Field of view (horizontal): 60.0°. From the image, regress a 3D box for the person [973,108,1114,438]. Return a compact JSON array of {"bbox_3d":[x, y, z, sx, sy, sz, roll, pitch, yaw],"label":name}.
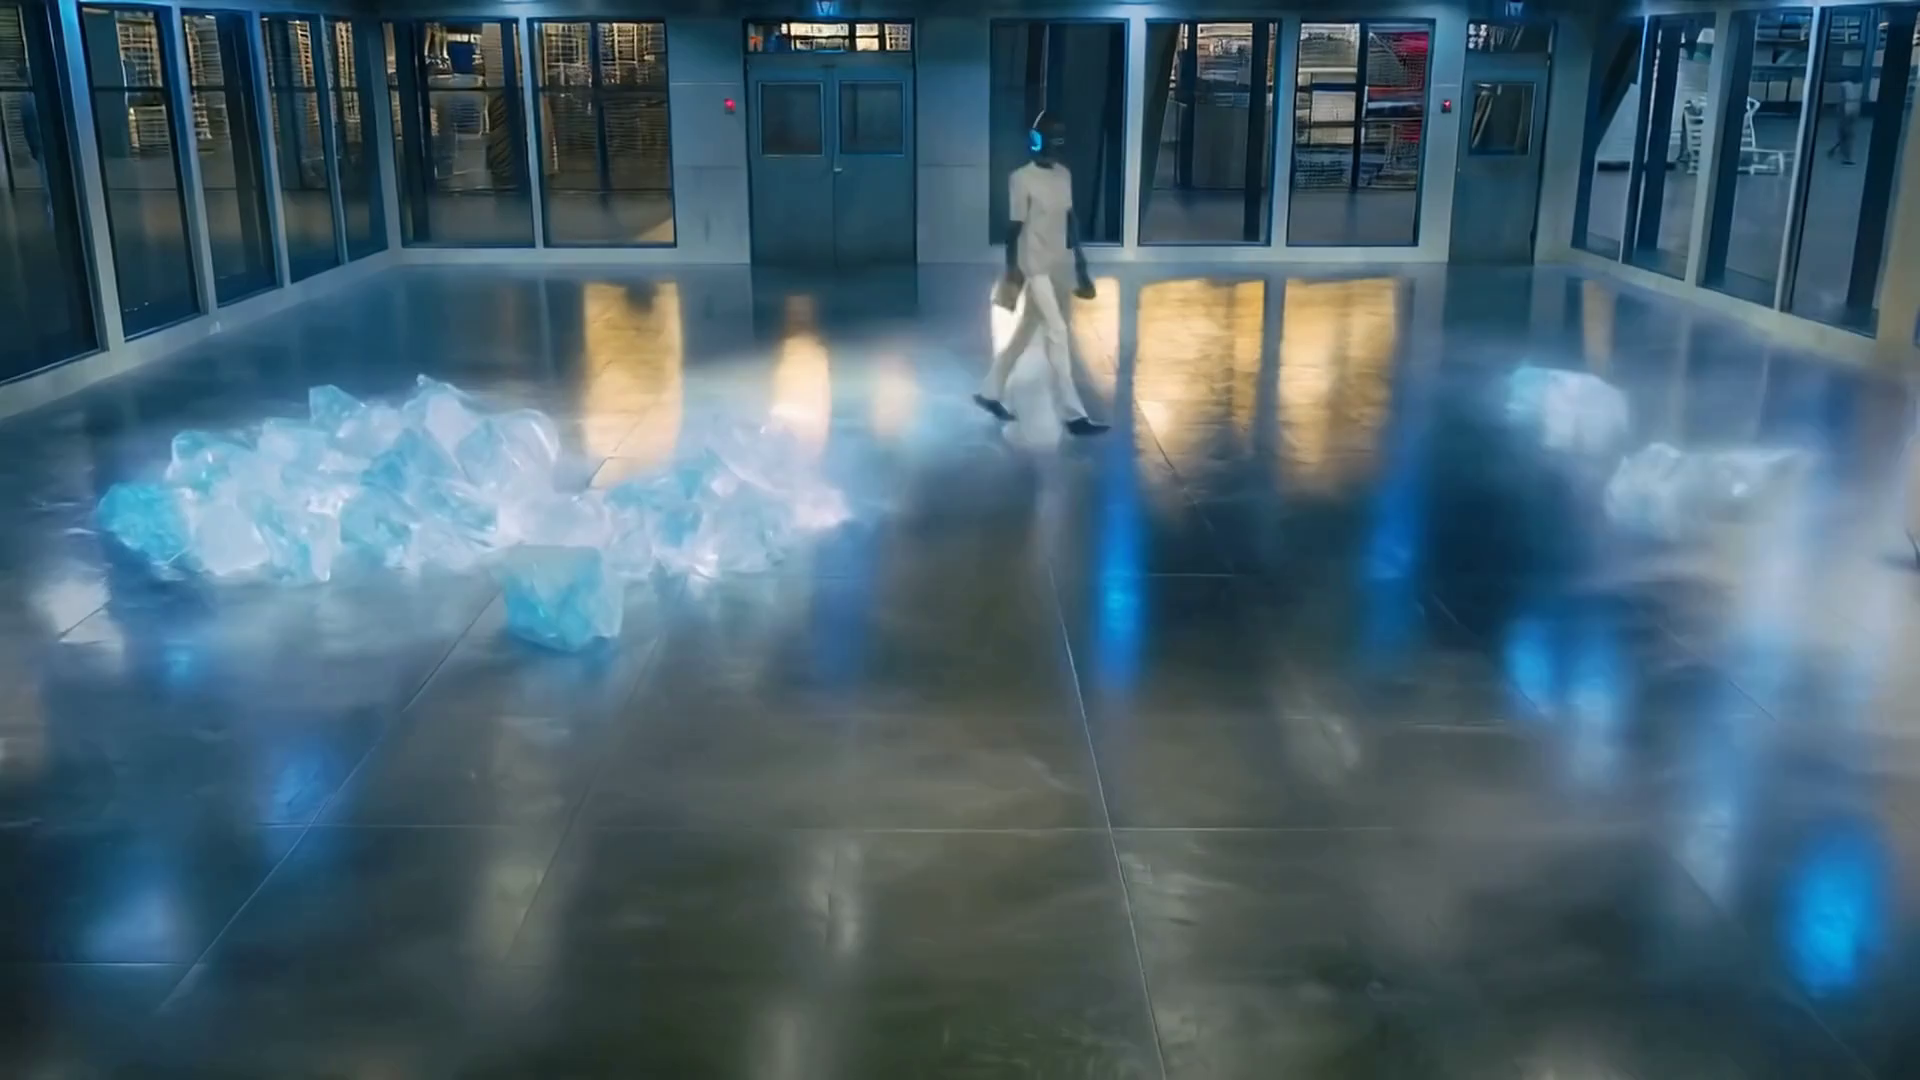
[{"bbox_3d":[0.458,-1.522,9.460,0.981,1.821,0.519,10,19,31],"label":"person"}]
